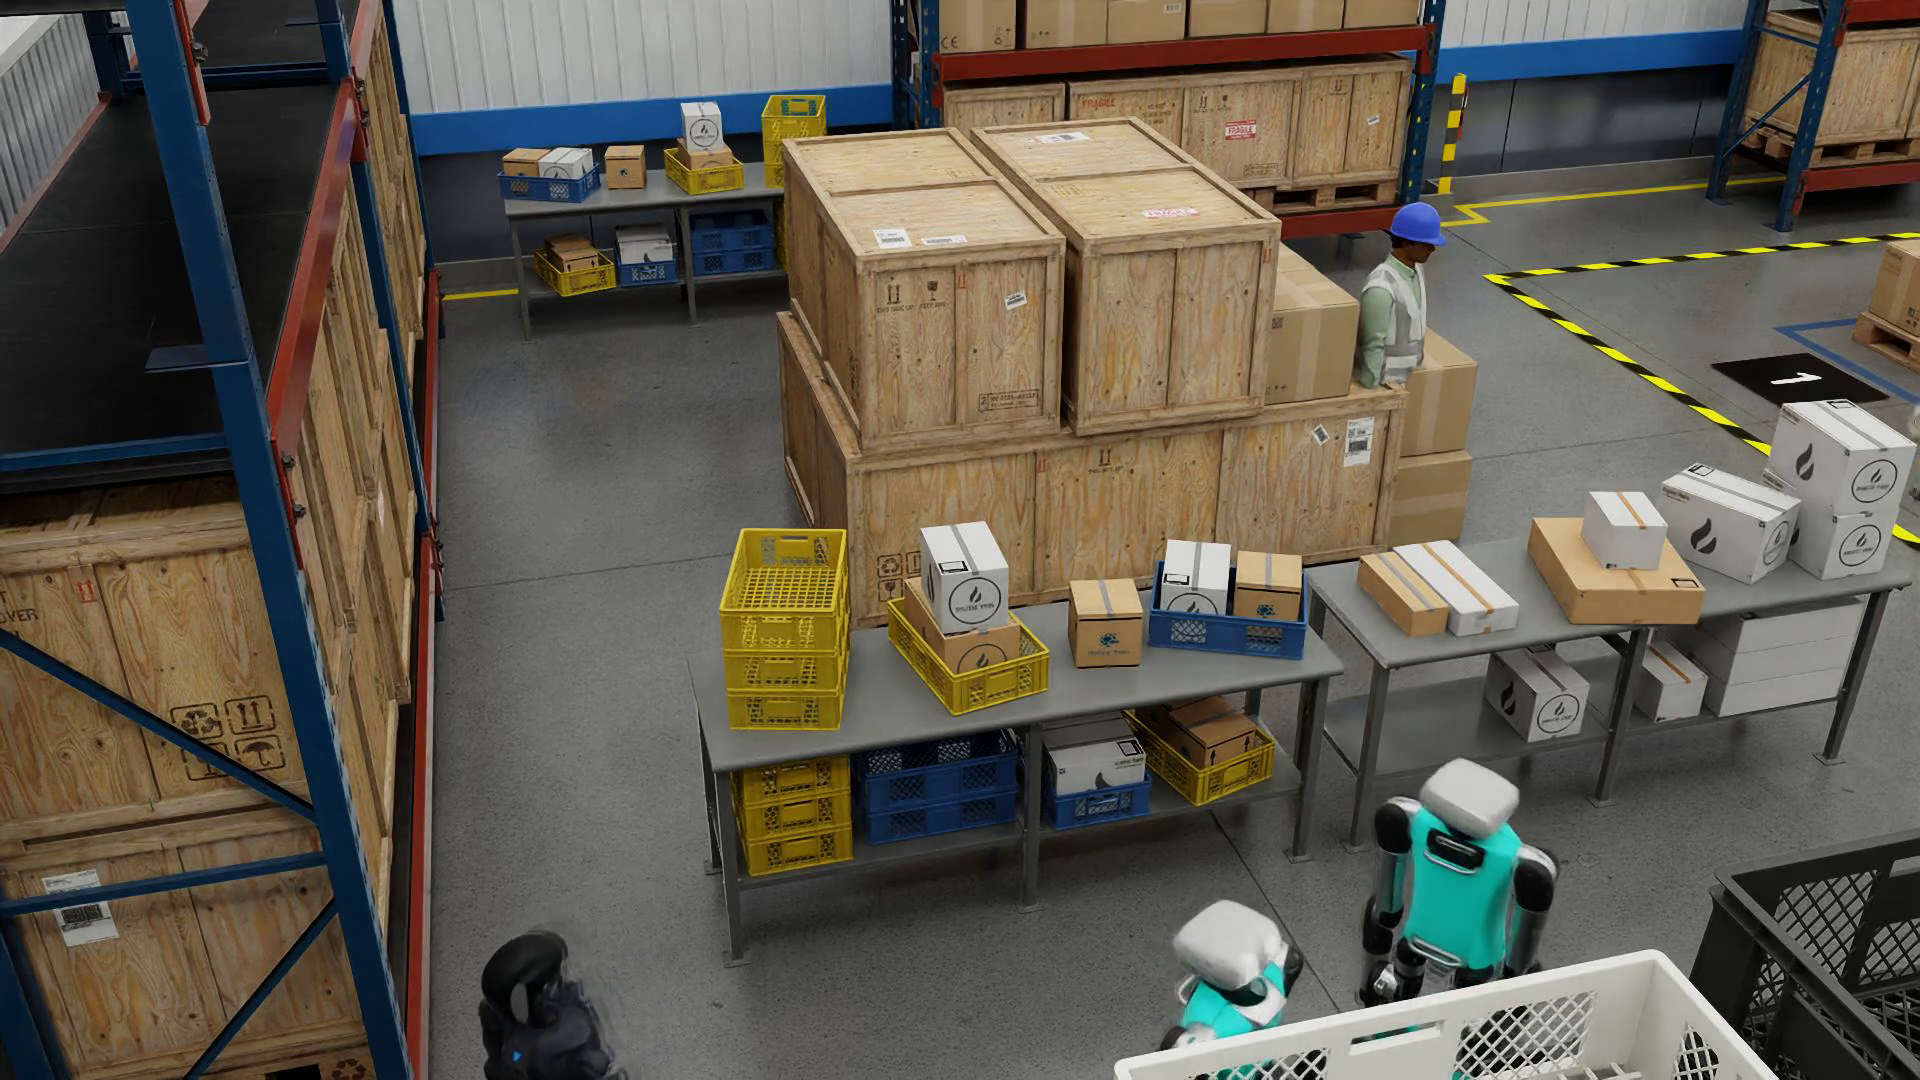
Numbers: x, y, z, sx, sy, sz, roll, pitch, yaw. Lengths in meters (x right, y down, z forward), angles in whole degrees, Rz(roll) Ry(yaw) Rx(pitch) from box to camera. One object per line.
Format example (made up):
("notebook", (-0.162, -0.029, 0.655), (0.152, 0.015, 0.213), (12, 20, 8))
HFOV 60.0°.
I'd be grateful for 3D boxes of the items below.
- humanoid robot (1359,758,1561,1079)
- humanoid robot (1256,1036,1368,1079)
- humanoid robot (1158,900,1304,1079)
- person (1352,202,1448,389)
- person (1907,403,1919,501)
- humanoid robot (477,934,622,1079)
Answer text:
("humanoid robot", (1.248, 1.568, 4.819), (0.554, 1.846, 0.826), (22, 36, 34))
("humanoid robot", (0.900, 1.858, 4.287), (0.418, 1.652, 0.608), (-17, 33, -27))
("humanoid robot", (0.505, 1.640, 4.551), (0.674, 1.744, 0.530), (22, 35, 34))
("person", (2.313, -0.881, 8.990), (0.410, 1.939, 0.605), (18, 34, 30))
("person", (5.660, -0.946, 9.285), (0.587, 1.753, 0.435), (-22, 36, -35))
("humanoid robot", (-0.994, 1.689, 4.618), (0.612, 1.633, 0.647), (18, 33, 29))
